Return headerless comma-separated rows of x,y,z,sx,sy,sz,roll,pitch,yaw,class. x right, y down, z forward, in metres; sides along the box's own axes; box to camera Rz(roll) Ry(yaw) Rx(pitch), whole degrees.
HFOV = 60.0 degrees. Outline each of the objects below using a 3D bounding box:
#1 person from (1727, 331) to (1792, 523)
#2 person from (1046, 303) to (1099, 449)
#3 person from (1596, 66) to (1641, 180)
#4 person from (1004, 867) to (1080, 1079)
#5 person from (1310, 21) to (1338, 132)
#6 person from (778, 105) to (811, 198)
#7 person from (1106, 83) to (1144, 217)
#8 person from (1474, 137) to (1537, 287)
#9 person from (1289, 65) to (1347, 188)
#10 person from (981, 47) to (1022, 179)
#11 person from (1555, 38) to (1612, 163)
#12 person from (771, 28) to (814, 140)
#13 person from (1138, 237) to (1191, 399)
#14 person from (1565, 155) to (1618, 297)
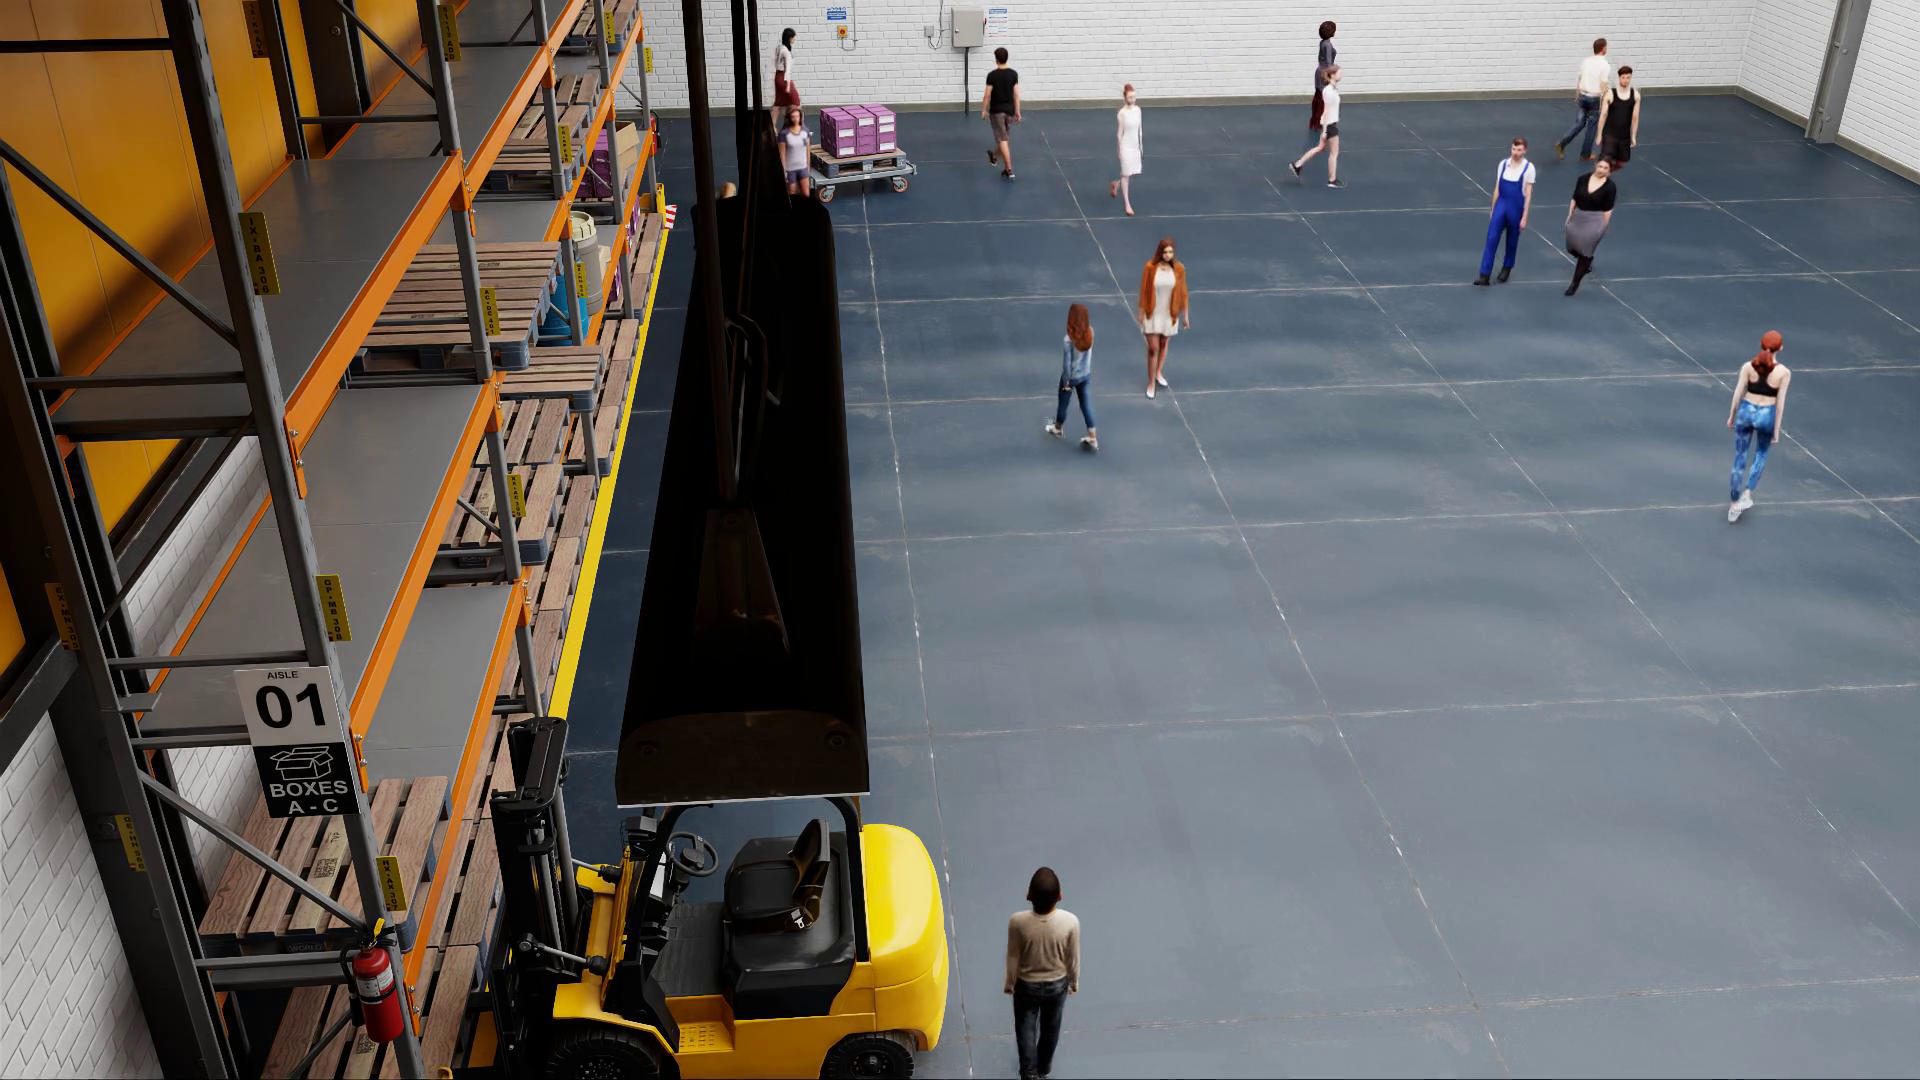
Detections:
7.007,-0.968,14.696,0.769,1.772,0.831,16,32,26,person
1.181,-1.575,16.138,0.837,1.455,0.977,-21,35,-33,person
9.153,-5.666,23.199,0.798,1.875,1.070,3,29,5,person
0.430,2.409,8.846,0.574,1.446,0.841,0,29,-1,person
5.807,-7.411,26.571,0.641,1.711,0.453,-3,29,-6,person
-2.205,-4.900,21.977,0.716,1.702,0.903,-9,30,-16,person
2.247,-5.321,22.663,0.801,1.785,0.903,-20,34,-32,person
6.727,-4.007,20.222,1.112,1.814,1.218,18,33,29,person
5.183,-5.919,23.817,0.855,1.729,1.068,6,29,11,person
0.647,-6.174,24.195,0.948,1.814,1.308,-12,31,-21,person
9.344,-6.543,24.847,0.983,1.837,1.076,-14,32,-24,person
-2.810,-7.089,25.976,0.872,1.715,0.928,-20,34,-32,person
2.088,-2.400,17.409,0.658,1.688,0.822,-4,29,-7,person
7.541,-3.772,19.881,1.027,1.730,0.995,-23,36,-36,person
